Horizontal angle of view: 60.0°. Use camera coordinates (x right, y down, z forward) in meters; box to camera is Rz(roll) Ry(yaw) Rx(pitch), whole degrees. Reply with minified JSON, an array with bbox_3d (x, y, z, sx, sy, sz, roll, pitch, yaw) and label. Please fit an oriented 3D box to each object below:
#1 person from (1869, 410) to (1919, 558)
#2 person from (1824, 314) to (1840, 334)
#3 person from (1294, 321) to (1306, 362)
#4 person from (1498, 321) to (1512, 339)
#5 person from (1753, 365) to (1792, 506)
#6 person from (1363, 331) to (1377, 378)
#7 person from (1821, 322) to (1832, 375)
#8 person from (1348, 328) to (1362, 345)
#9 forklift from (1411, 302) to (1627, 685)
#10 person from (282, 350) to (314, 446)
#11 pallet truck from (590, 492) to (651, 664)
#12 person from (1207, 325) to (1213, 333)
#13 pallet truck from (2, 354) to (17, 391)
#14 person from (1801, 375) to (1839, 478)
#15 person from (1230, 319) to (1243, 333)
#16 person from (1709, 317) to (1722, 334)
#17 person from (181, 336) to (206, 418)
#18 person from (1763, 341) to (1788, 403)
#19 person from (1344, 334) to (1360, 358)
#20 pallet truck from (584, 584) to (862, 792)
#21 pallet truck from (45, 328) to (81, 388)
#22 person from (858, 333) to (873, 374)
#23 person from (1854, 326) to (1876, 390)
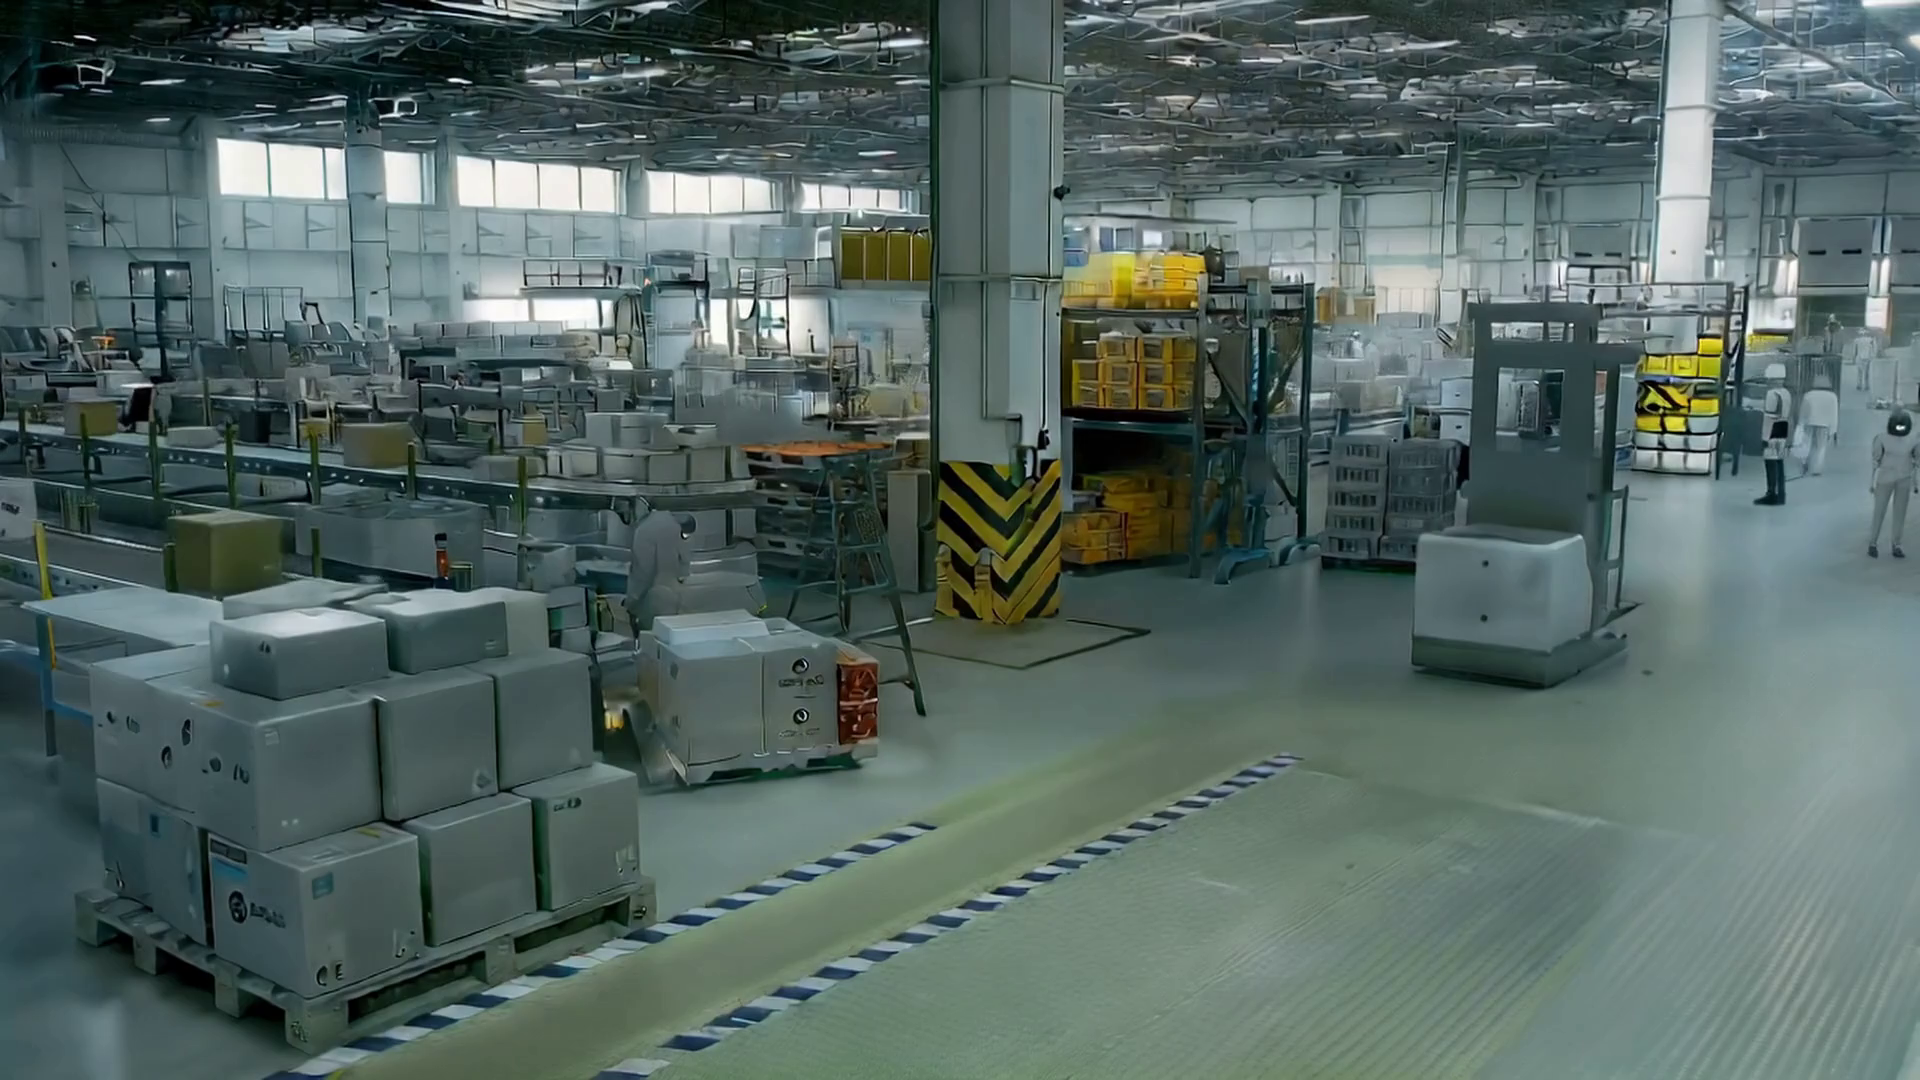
[{"bbox_3d":[10.228,-0.613,18.209,0.497,1.634,0.279,2,9,11],"label":"person"},{"bbox_3d":[37.676,-8.756,71.895,0.614,1.993,0.395,5,10,33],"label":"person"},{"bbox_3d":[12.428,-7.089,60.995,0.924,1.906,0.553,-3,9,-21],"label":"person"},{"bbox_3d":[25.839,-9.695,78.804,0.643,1.824,0.635,1,9,9],"label":"person"},{"bbox_3d":[11.129,-1.433,22.775,0.539,1.929,0.385,-7,11,-40],"label":"person"},{"bbox_3d":[10.567,-4.430,42.994,0.421,1.915,0.567,6,10,33],"label":"person"},{"bbox_3d":[30.209,-6.642,58.007,0.355,1.887,0.574,6,11,37],"label":"person"},{"bbox_3d":[11.993,-5.557,50.913,0.341,1.832,0.671,-4,9,-25],"label":"person"},{"bbox_3d":[4.379,-0.438,12.852,1.129,2.768,1.873,7,11,37],"label":"forklift"},{"bbox_3d":[-11.744,-2.408,29.454,0.640,1.899,0.397,4,9,23],"label":"person"},{"bbox_3d":[-3.115,0.344,12.883,0.653,1.274,1.630,7,11,37],"label":"pallet truck"},{"bbox_3d":[7.997,-5.956,53.371,0.622,1.884,0.827,-6,10,-33],"label":"person"},{"bbox_3d":[-24.881,-4.417,42.634,1.885,1.965,0.823,8,11,41],"label":"pallet truck"},{"bbox_3d":[13.541,-1.785,26.171,0.599,1.616,0.503,-8,12,-44],"label":"person"},{"bbox_3d":[11.363,-8.151,68.280,0.594,1.864,0.765,8,12,44],"label":"person"},{"bbox_3d":[32.096,-8.547,70.655,0.605,1.944,0.403,-2,9,-13],"label":"person"},{"bbox_3d":[-17.640,-3.771,38.303,1.027,1.999,0.621,-7,11,-40],"label":"person"},{"bbox_3d":[19.756,-3.941,40.252,0.530,1.754,0.457,-8,12,-44],"label":"person"},{"bbox_3d":[11.298,-5.105,48.161,0.636,1.720,0.506,-5,10,-32],"label":"person"},{"bbox_3d":[-1.426,0.805,10.019,1.601,1.201,0.680,-4,9,-26],"label":"pallet truck"},{"bbox_3d":[-23.775,-4.544,43.495,1.885,1.965,0.823,6,10,35],"label":"pallet truck"},{"bbox_3d":[-2.519,-4.574,44.244,0.404,1.835,0.590,-7,11,-39],"label":"person"},{"bbox_3d":[27.078,-5.450,49.808,0.551,1.932,0.378,3,9,18],"label":"person"}]
